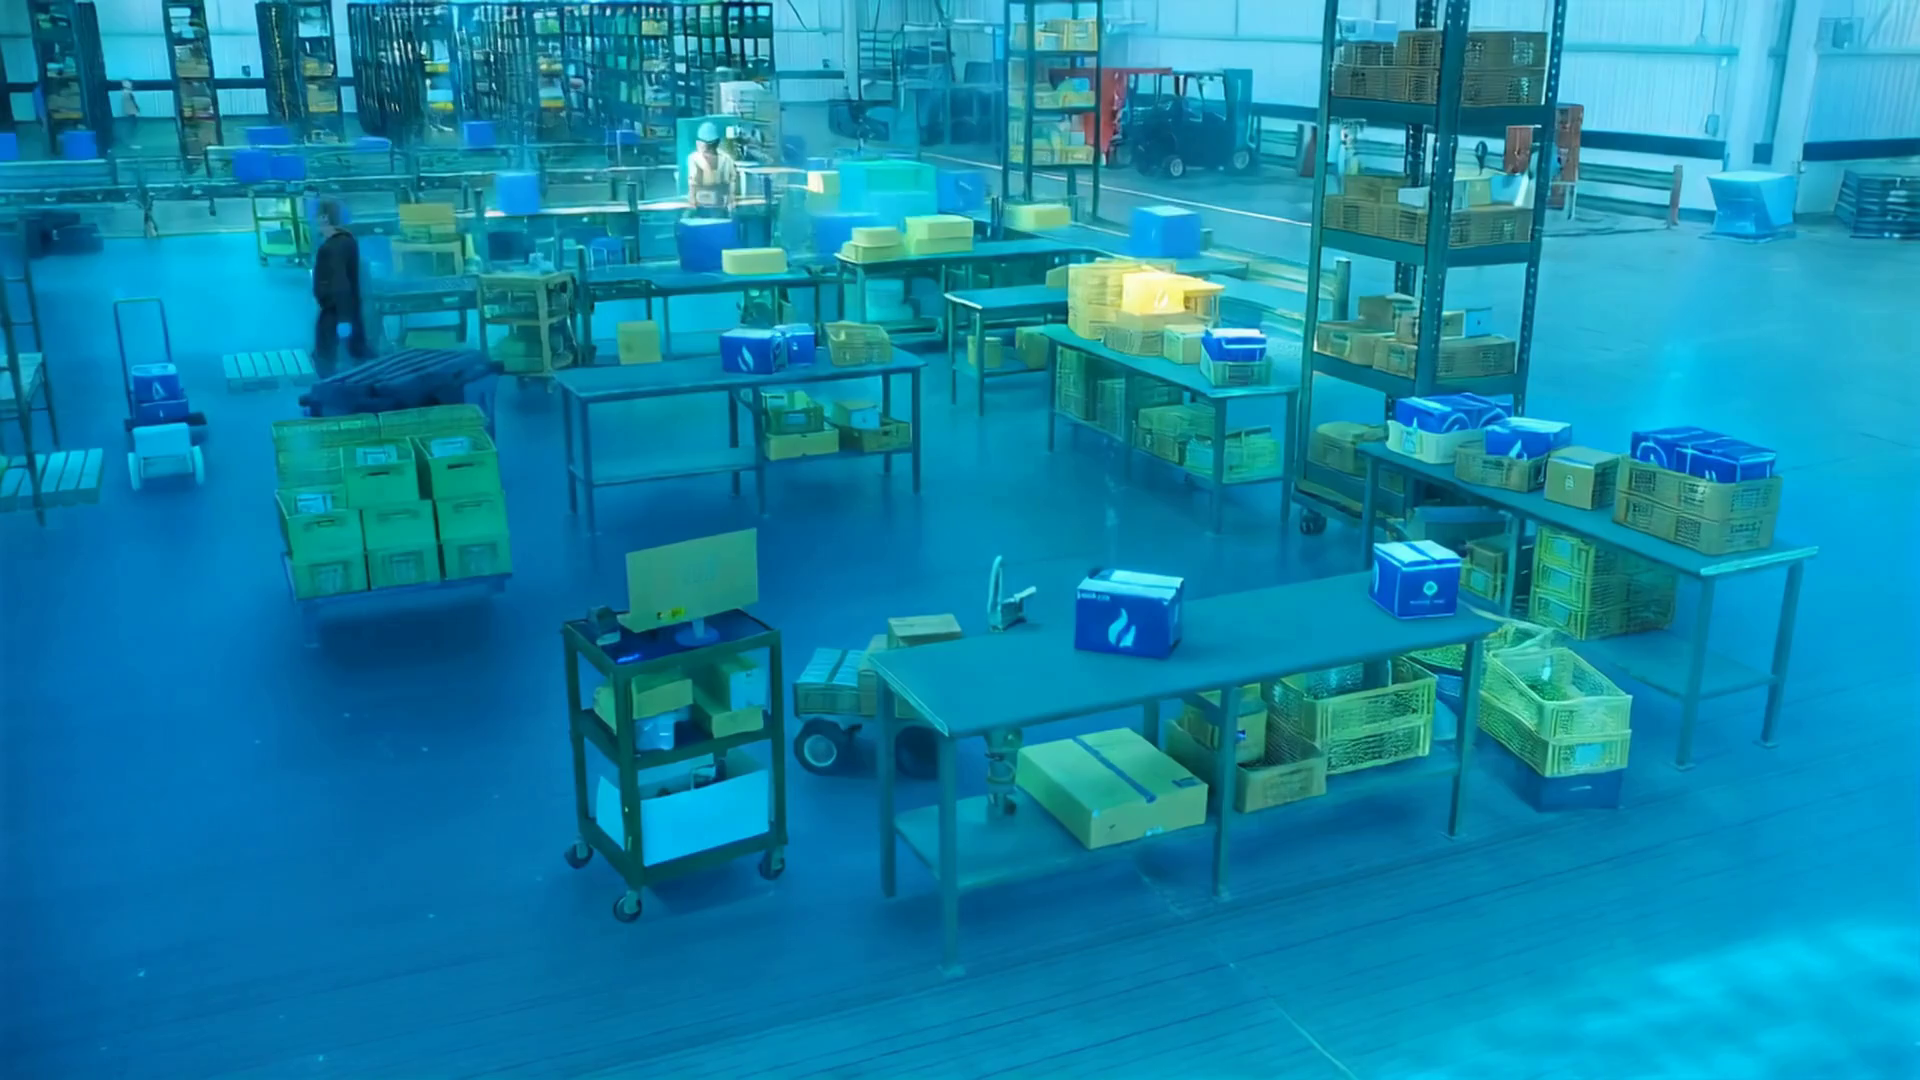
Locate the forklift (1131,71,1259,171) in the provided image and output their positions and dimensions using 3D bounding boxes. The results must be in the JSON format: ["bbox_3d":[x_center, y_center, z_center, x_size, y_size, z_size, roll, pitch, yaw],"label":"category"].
[{"bbox_3d":[4.998,-8.936,35.413,2.680,1.987,1.157,-9,20,-25],"label":"forklift"}]

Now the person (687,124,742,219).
[{"bbox_3d":[-3.113,-4.232,21.059,0.727,2.021,0.435,-4,18,-11],"label":"person"}]

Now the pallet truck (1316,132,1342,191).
[{"bbox_3d":[7.723,-7.504,32.656,1.601,1.201,0.680,-8,19,-23],"label":"pallet truck"}]

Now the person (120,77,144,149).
[{"bbox_3d":[-20.986,-10.799,42.098,0.414,1.808,0.600,-6,19,-18],"label":"person"}]

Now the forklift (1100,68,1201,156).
[{"bbox_3d":[4.082,-9.564,37.410,2.680,1.987,1.157,-8,19,-23],"label":"forklift"}]

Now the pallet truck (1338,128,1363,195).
[{"bbox_3d":[7.845,-7.140,31.411,1.522,1.261,0.704,-9,20,-25],"label":"pallet truck"}]

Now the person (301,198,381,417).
[{"bbox_3d":[-5.222,-1.983,14.224,0.875,1.875,0.642,-1,18,-2],"label":"person"}]

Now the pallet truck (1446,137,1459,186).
[{"bbox_3d":[9.184,-6.485,29.328,1.630,1.274,0.653,-8,19,-23],"label":"pallet truck"}]

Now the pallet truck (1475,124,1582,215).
[{"bbox_3d":[9.707,-6.455,28.103,1.885,1.965,0.823,-7,19,-20],"label":"pallet truck"}]

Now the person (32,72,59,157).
[{"bbox_3d":[-21.908,-10.232,40.004,0.612,1.995,0.376,-11,21,-31],"label":"person"}]

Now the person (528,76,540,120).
[{"bbox_3d":[-11.826,-12.045,46.030,0.393,1.811,0.606,8,19,22],"label":"person"}]

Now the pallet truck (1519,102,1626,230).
[{"bbox_3d":[9.972,-6.037,26.785,1.885,1.965,0.823,-9,20,-25],"label":"pallet truck"}]
